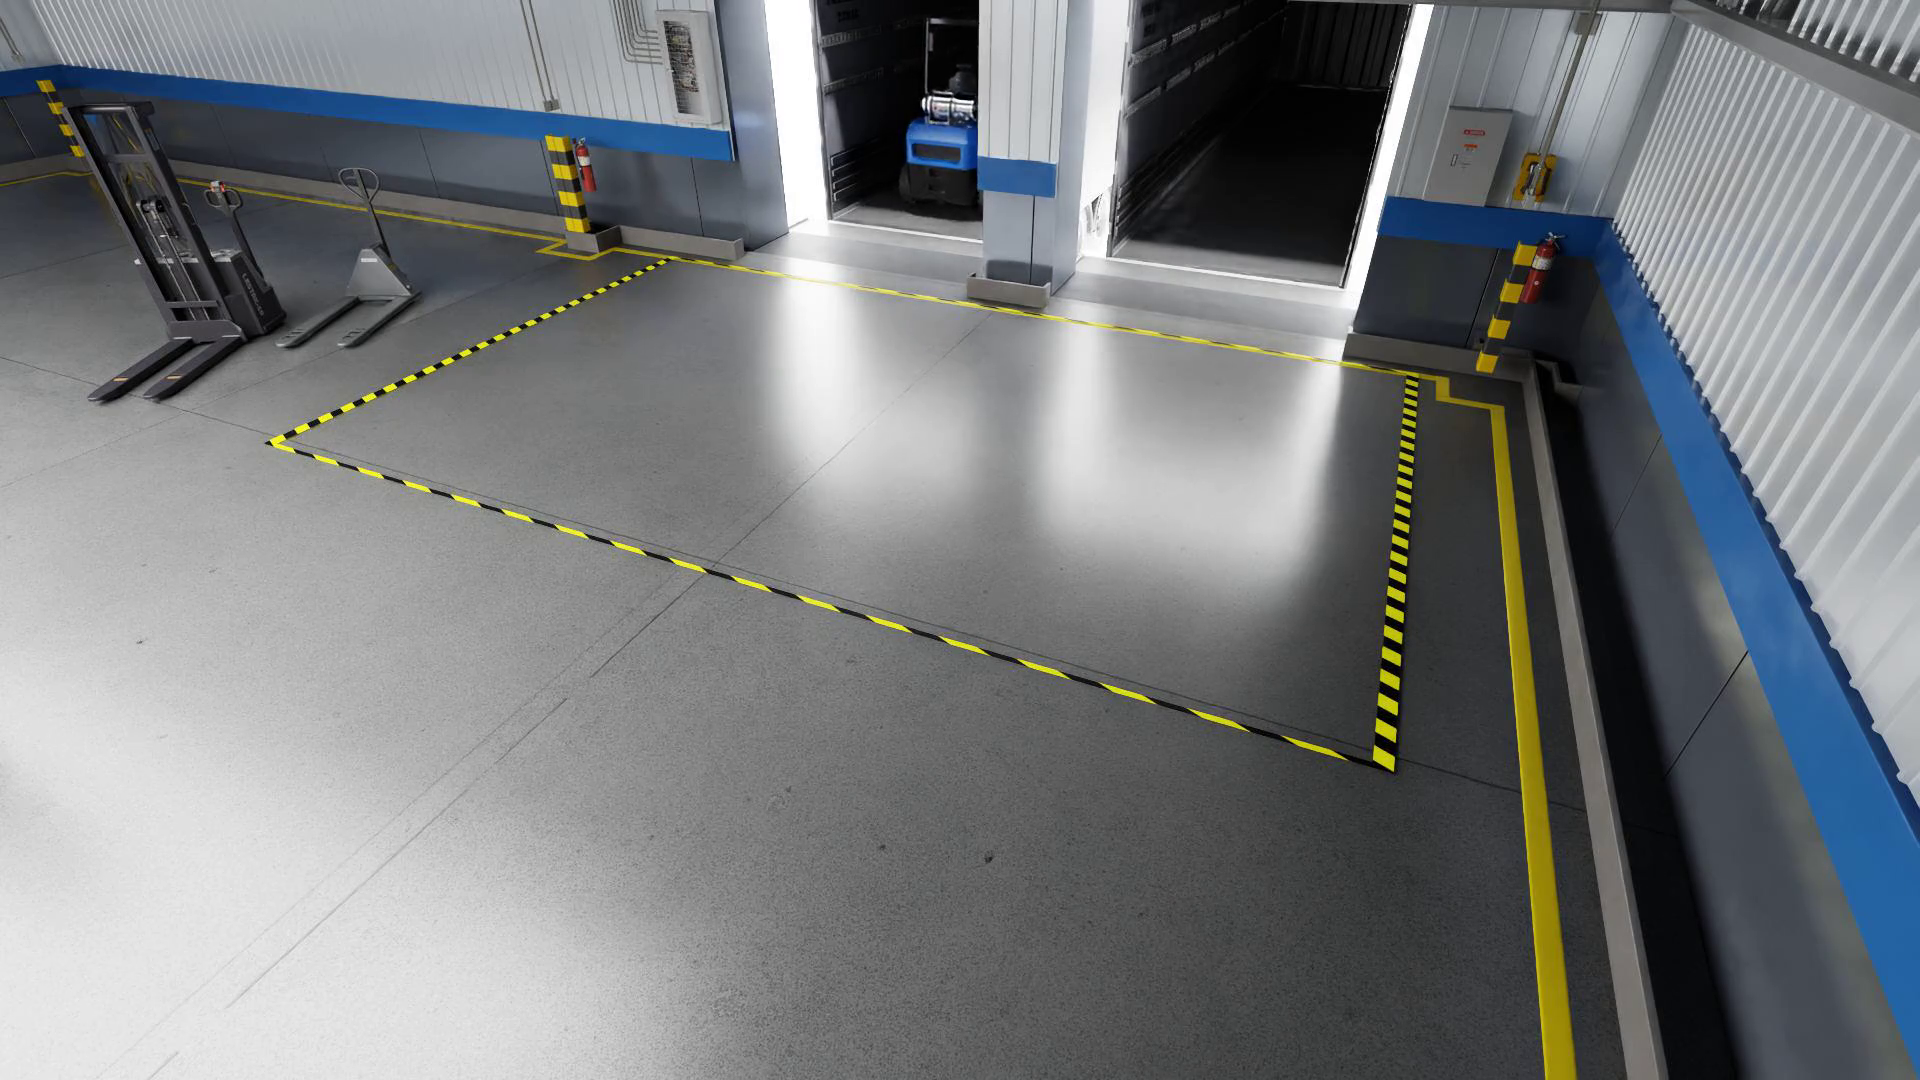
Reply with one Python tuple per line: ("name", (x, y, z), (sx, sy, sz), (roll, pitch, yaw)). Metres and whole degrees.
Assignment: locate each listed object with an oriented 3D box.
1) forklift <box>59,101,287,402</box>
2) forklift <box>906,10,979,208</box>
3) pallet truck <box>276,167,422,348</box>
("forklift", (-6.686, -2.387, 7.434), (0.823, 1.965, 1.885), (-3, 35, -5))
("forklift", (0.305, -5.663, 11.801), (1.157, 2.036, 2.680), (16, 38, 21))
("pallet truck", (-5.732, -2.611, 8.414), (0.680, 1.201, 1.601), (-1, 35, -1))
